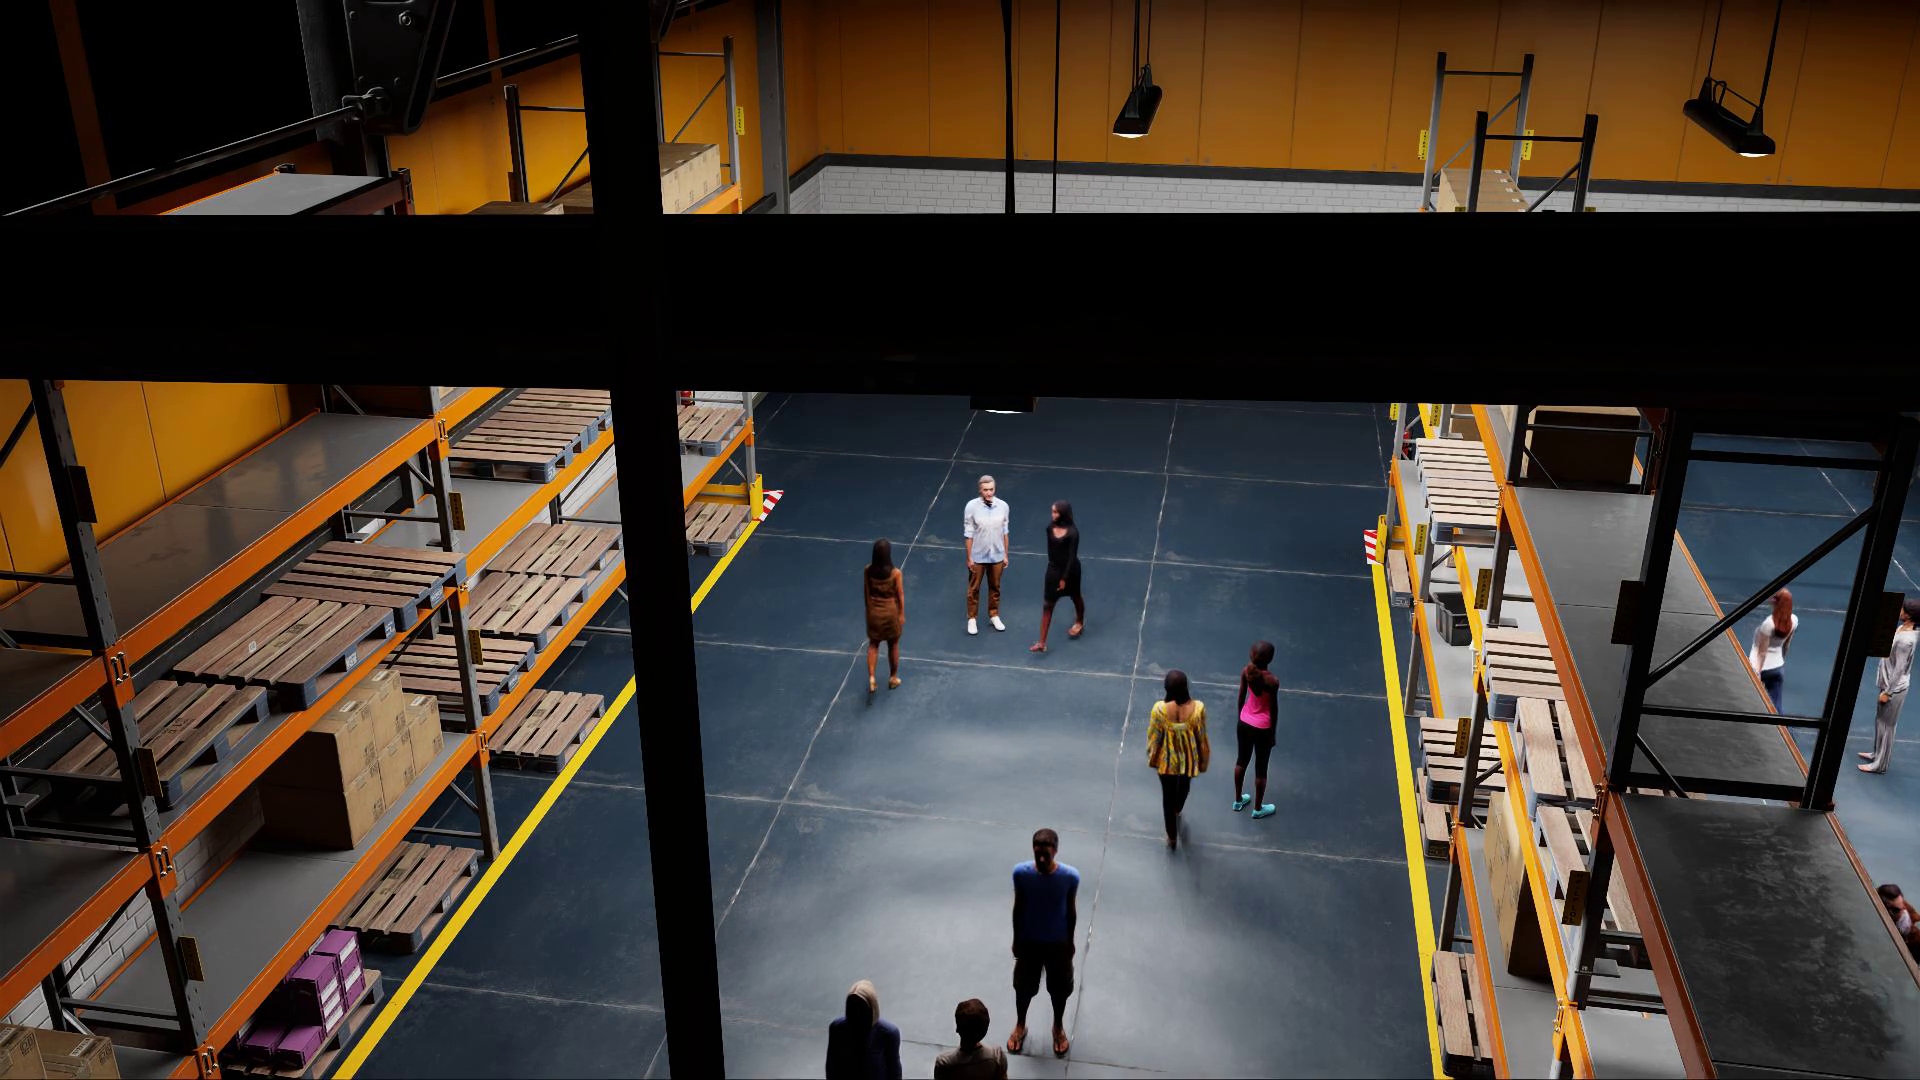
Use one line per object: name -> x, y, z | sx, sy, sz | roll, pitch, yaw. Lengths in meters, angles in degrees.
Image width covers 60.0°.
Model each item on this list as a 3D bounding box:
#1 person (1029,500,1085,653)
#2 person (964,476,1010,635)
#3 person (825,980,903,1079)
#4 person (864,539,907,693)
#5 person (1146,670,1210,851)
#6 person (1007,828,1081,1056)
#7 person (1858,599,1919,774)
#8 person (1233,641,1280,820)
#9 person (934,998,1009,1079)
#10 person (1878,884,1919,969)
person -> 1.182, 0.370, 18.017 | 1.009, 1.660, 1.276 | 18, 30, 36
person -> 0.284, 0.136, 18.344 | 0.766, 1.827, 0.747 | -7, 25, -15
person -> -0.616, 3.549, 10.650 | 0.653, 1.736, 0.554 | 2, 24, 5
person -> -0.791, 0.783, 17.039 | 0.584, 1.687, 0.617 | 6, 24, 14
person -> 1.898, 1.949, 14.445 | 0.802, 1.627, 0.964 | 0, 24, 0
person -> 0.609, 2.872, 12.041 | 0.664, 1.862, 0.567 | 2, 24, 4
person -> 8.766, 1.361, 15.609 | 0.712, 1.773, 0.563 | 13, 27, 27
person -> 2.655, 1.681, 14.939 | 0.700, 1.723, 0.656 | -21, 31, -39
person -> 0.069, 3.630, 10.264 | 0.734, 1.896, 0.710 | -6, 24, -13
person -> 6.258, 3.129, 11.527 | 0.765, 1.802, 1.164 | 6, 24, 13
